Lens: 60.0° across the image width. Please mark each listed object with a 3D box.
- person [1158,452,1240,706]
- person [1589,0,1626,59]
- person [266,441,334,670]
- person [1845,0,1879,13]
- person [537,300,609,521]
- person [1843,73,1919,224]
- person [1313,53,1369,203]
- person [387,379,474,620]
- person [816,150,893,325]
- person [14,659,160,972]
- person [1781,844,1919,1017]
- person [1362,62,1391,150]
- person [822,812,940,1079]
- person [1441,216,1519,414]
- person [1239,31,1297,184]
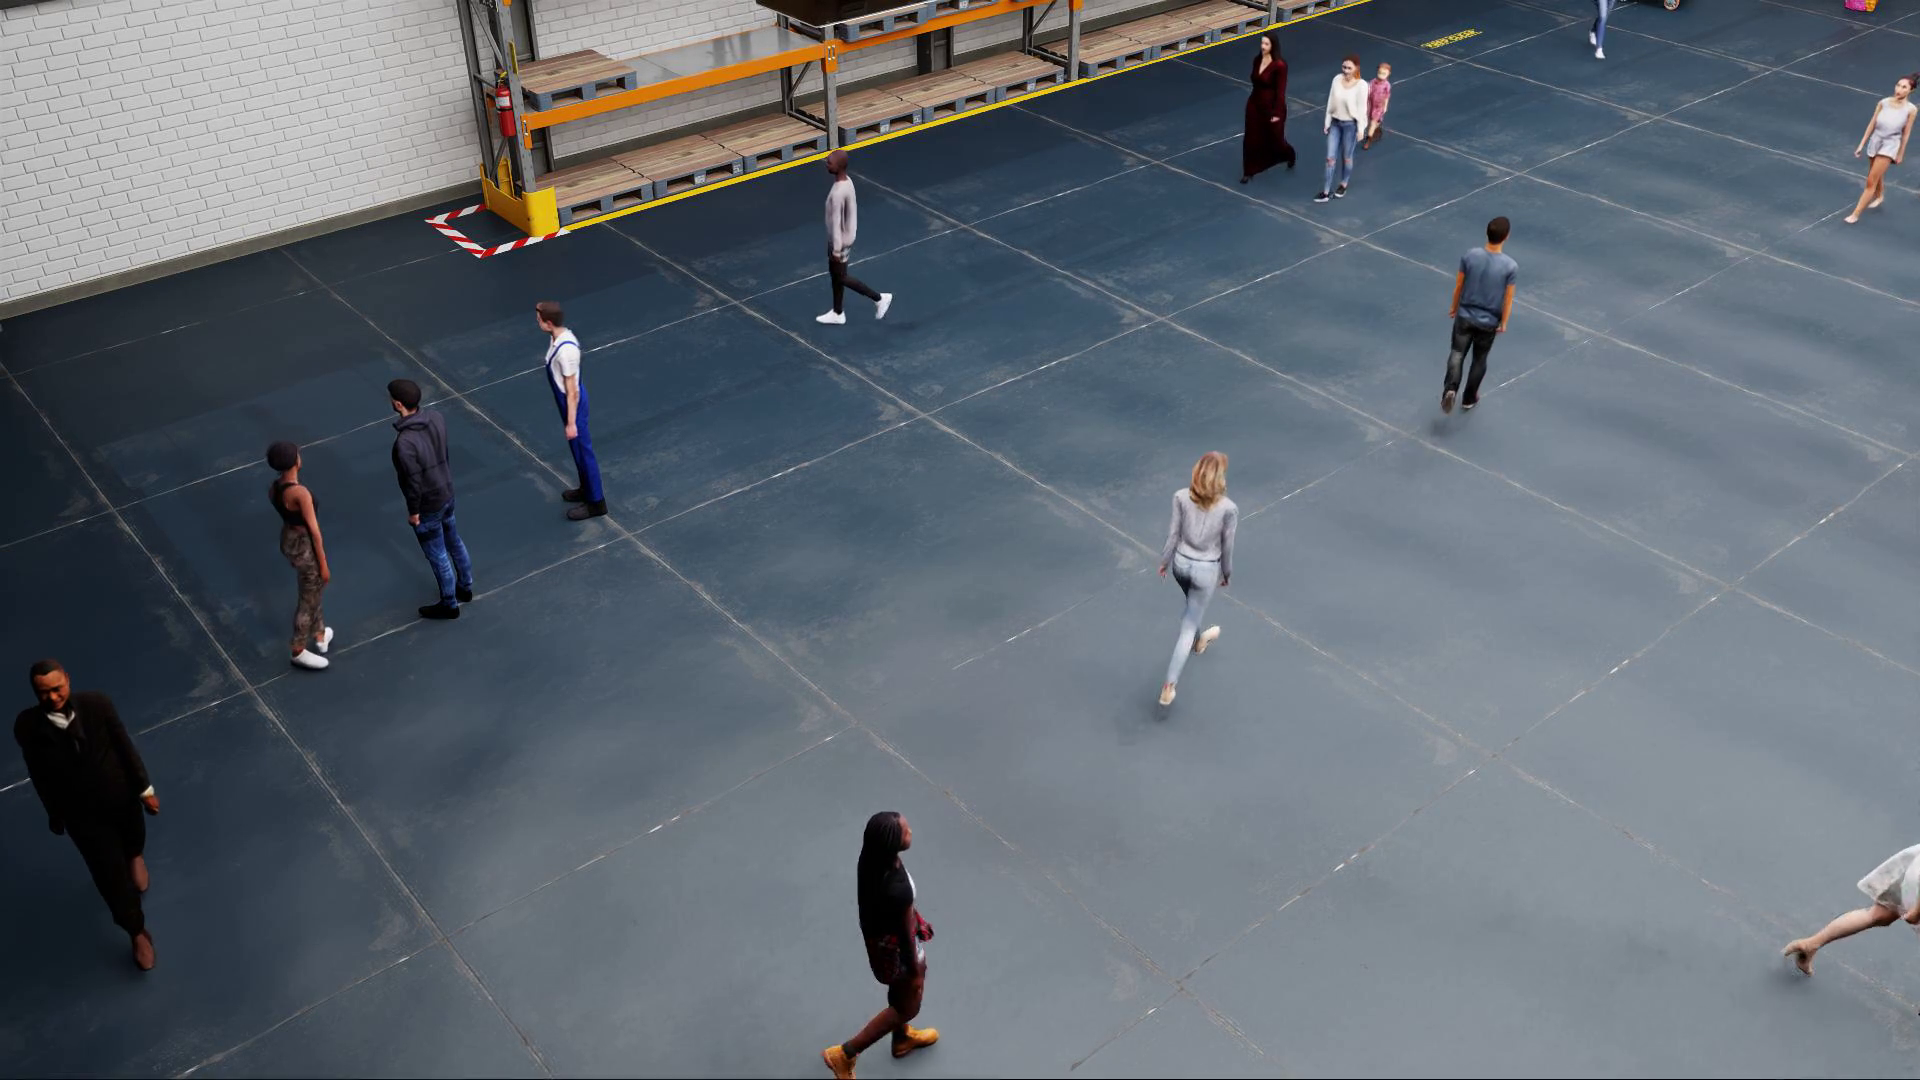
[{"bbox_3d":[1.526,0.290,11.045,0.900,1.740,1.292,15,37,22],"label":"person"},{"bbox_3d":[8.909,-7.574,22.934,1.149,1.676,1.154,0,34,0],"label":"person"},{"bbox_3d":[-4.495,0.121,11.367,0.702,1.666,0.651,-21,39,-29],"label":"person"},{"bbox_3d":[13.617,-8.762,24.713,0.767,1.686,0.839,-2,34,-3],"label":"person"},{"bbox_3d":[-3.015,-1.031,12.935,0.710,1.848,0.714,-8,35,-13],"label":"person"},{"bbox_3d":[10.064,-4.259,18.054,1.100,1.558,0.645,-21,39,-28],"label":"person"},{"bbox_3d":[4.303,-4.597,18.471,0.756,1.658,0.923,23,40,30],"label":"person"},{"bbox_3d":[-3.744,-0.296,11.787,0.820,1.894,0.725,7,34,11],"label":"person"},{"bbox_3d":[-1.027,-2.829,15.725,1.067,1.753,0.997,2,34,4],"label":"person"},{"bbox_3d":[-4.804,1.396,9.273,1.237,1.860,0.887,-19,38,-26],"label":"person"},{"bbox_3d":[4.988,1.826,8.744,1.002,1.730,1.177,14,36,19],"label":"person"},{"bbox_3d":[5.044,-5.272,20.069,0.552,1.015,0.781,21,39,29],"label":"person"},{"bbox_3d":[-0.414,2.088,8.364,0.982,1.713,0.745,-16,37,-22],"label":"person"},{"bbox_3d":[4.418,-1.883,14.267,0.868,1.793,1.021,16,37,23],"label":"person"},{"bbox_3d":[3.546,-4.899,18.857,0.967,1.734,0.663,-26,42,-34],"label":"person"}]
